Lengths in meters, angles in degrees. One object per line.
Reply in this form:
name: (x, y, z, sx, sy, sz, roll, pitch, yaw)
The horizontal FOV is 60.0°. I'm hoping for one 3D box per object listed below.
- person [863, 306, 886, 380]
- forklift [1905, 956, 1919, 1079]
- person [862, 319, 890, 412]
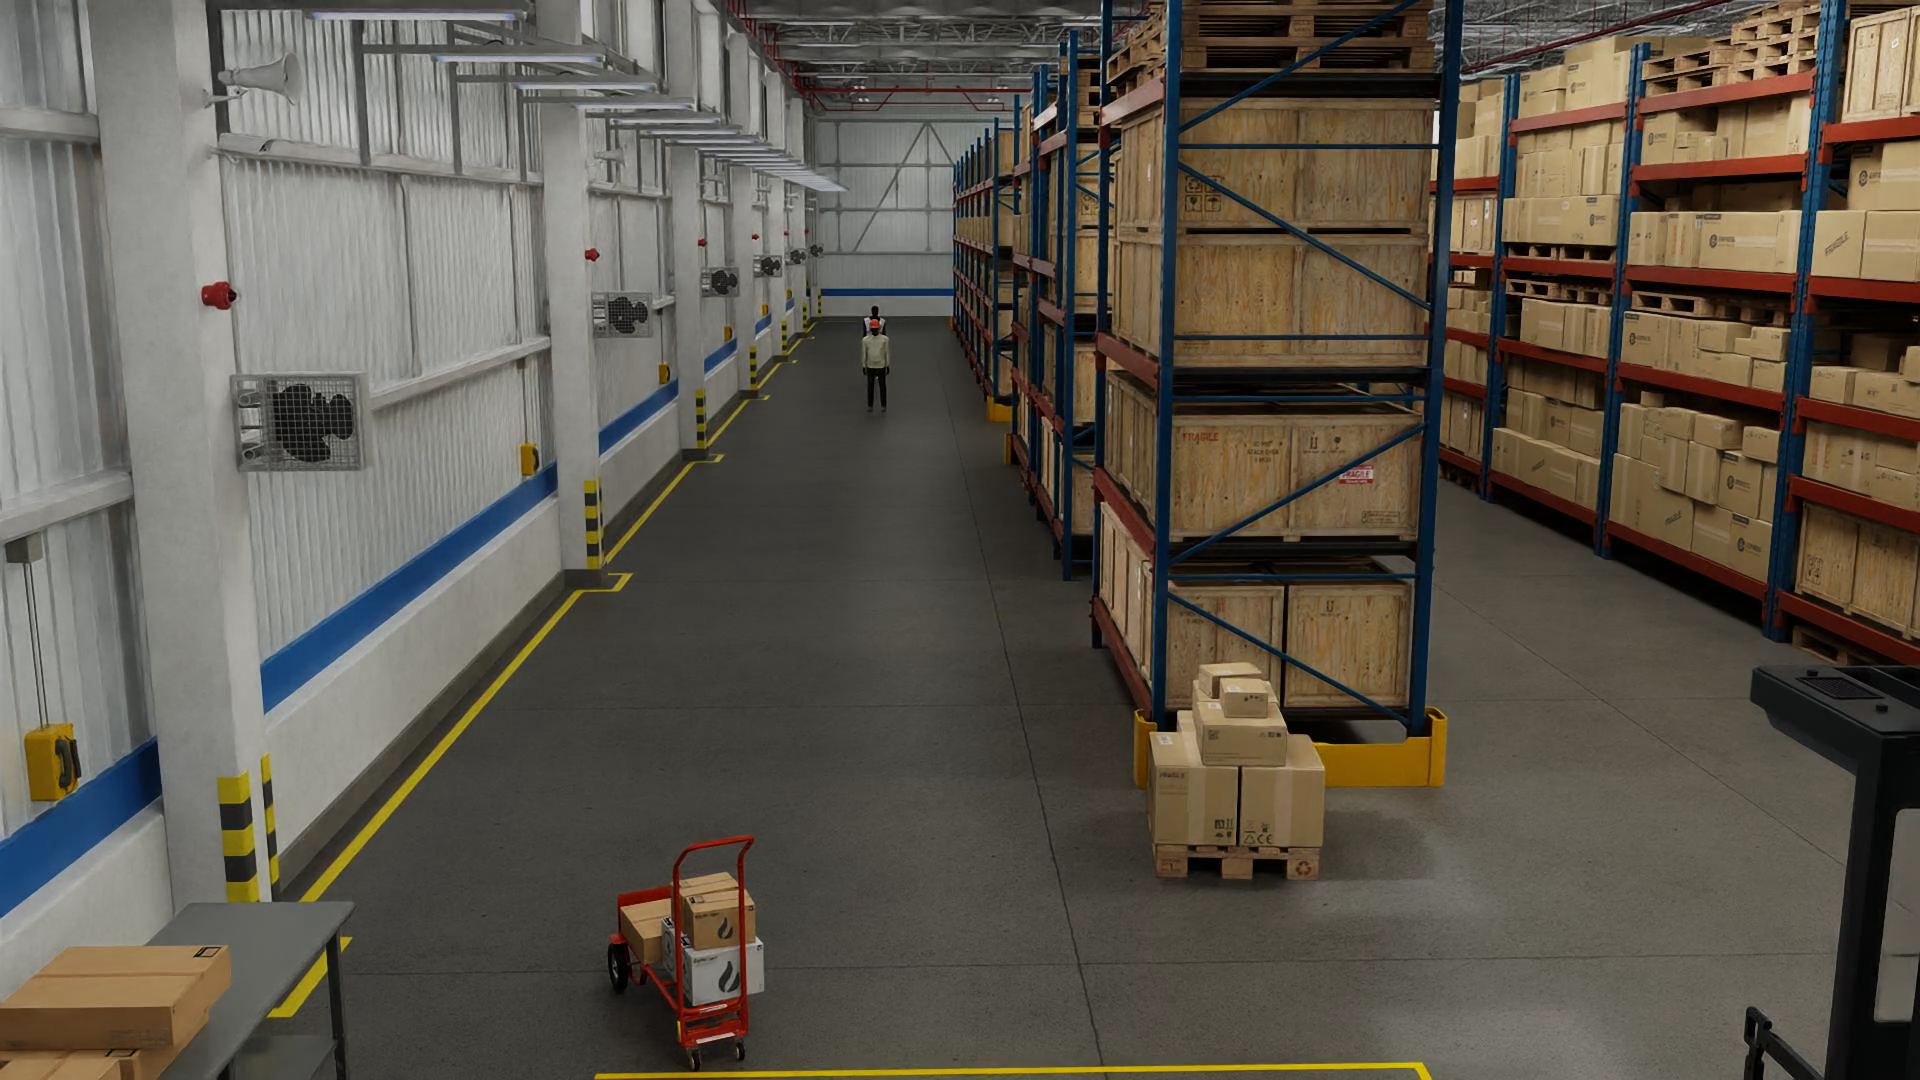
person: (-2.204, -5.066, 42.755, 0.601, 1.907, 0.405, -2, 11, -11)
forklift: (3.157, 1.764, 4.675, 1.129, 2.768, 1.873, 0, 11, -2)
person: (-1.801, -3.733, 35.608, 0.615, 1.988, 0.402, 0, 11, 2)
